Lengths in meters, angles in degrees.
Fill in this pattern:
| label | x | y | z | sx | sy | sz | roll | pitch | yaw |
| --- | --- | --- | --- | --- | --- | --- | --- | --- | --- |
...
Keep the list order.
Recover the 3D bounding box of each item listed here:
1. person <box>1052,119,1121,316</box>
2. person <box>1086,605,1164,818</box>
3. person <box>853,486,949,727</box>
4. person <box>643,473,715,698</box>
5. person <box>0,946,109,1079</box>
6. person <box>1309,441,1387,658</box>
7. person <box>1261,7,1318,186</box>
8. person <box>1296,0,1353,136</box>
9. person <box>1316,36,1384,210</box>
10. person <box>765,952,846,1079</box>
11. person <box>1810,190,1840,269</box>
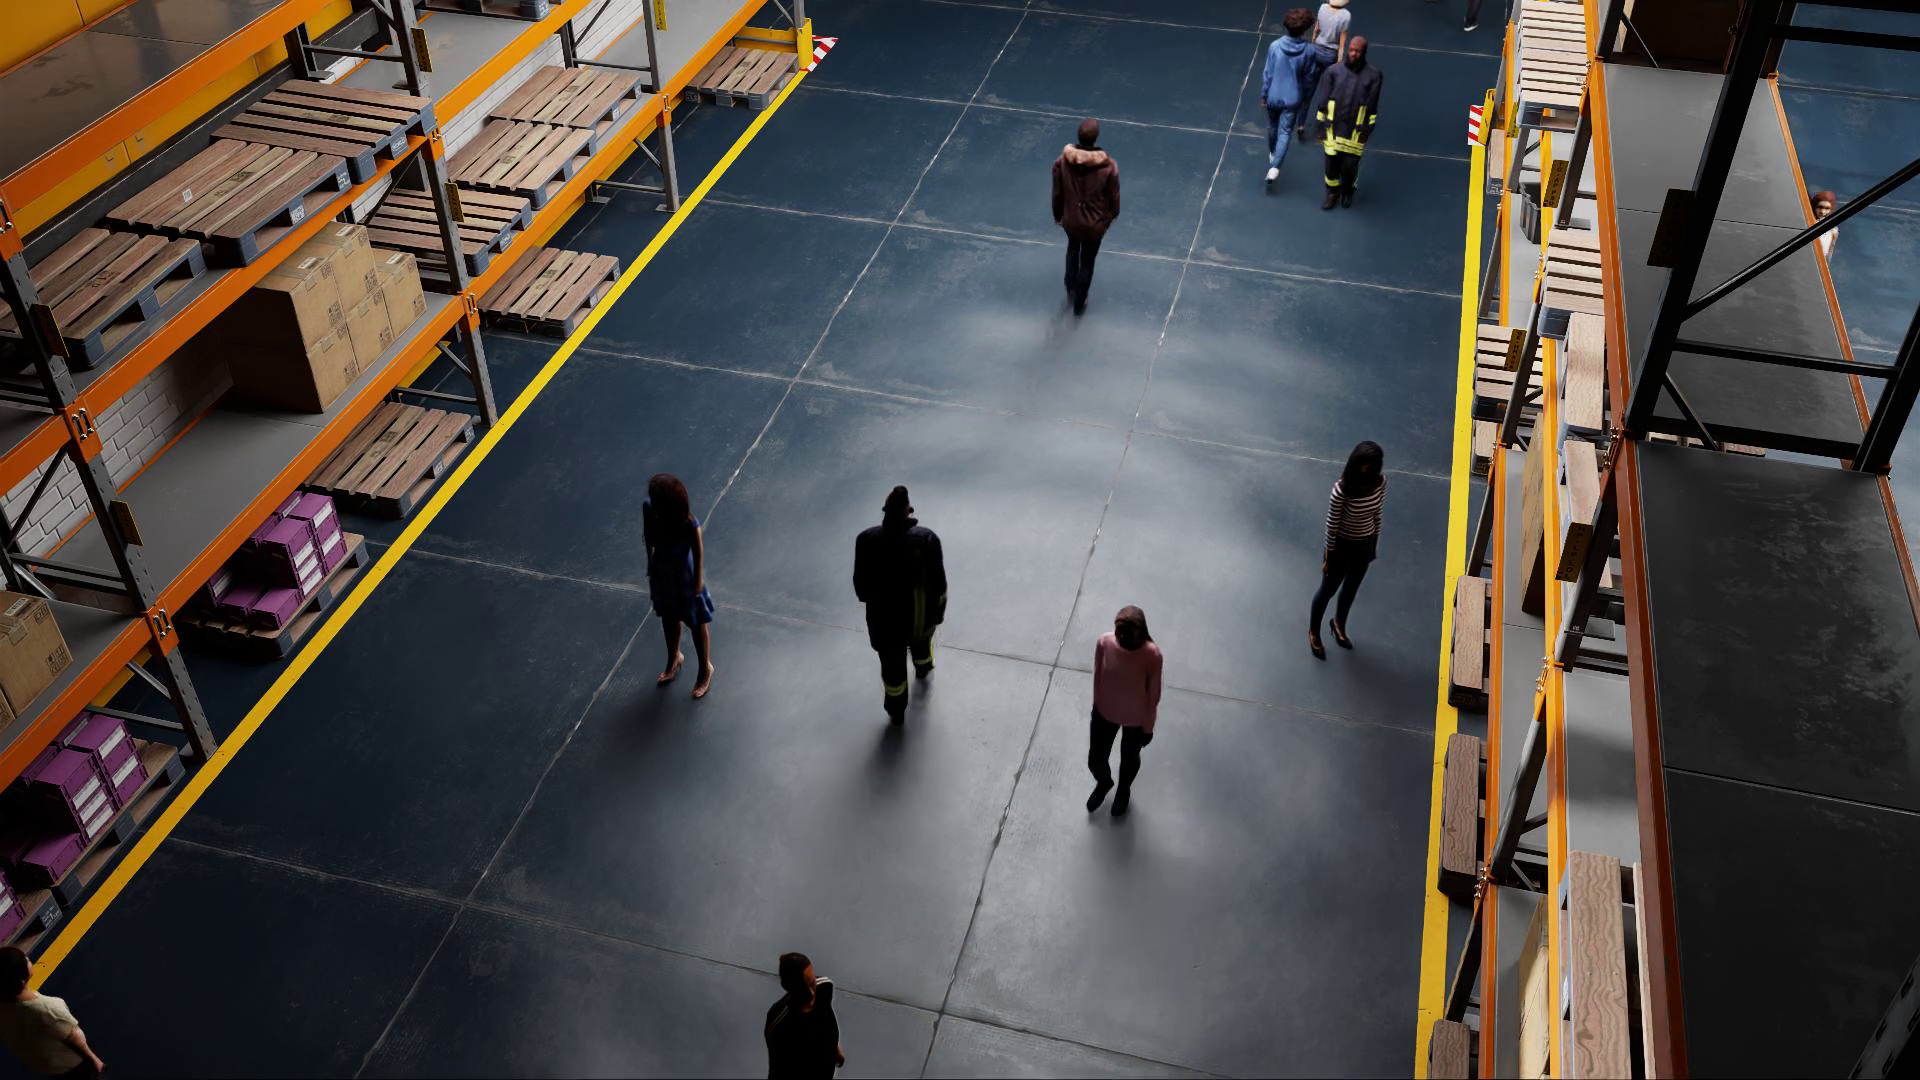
| label | x | y | z | sx | sy | sz | roll | pitch | yaw |
| --- | --- | --- | --- | --- | --- | --- | --- | --- | --- |
| person | 1.106 | -2.867 | 14.985 | 0.769 | 1.830 | 0.769 | 12 | 40 | 15 |
| person | 1.047 | 1.010 | 10.252 | 0.613 | 1.677 | 0.599 | 13 | 40 | 16 |
| person | -0.388 | 0.463 | 10.809 | 0.920 | 1.836 | 1.074 | 1 | 39 | 1 |
| person | -1.889 | 0.288 | 11.052 | 0.726 | 1.807 | 0.669 | 20 | 43 | 23 |
| person | -4.553 | 2.642 | 8.304 | 0.596 | 1.559 | 0.977 | 10 | 40 | 13 |
| person | 2.646 | 0.060 | 11.349 | 0.649 | 1.792 | 0.700 | -18 | 42 | -21 |
| person | 3.335 | -4.529 | 17.110 | 0.756 | 1.775 | 1.172 | 13 | 40 | 16 |
| person | 3.919 | -5.171 | 17.994 | 0.955 | 1.674 | 1.188 | 25 | 45 | 28 |
| person | 3.885 | -4.215 | 16.688 | 0.786 | 1.811 | 0.806 | 16 | 41 | 19 |
| person | -0.784 | 2.607 | 8.260 | 0.722 | 1.668 | 0.607 | 31 | 48 | 33 |
| person | 7.188 | -2.261 | 14.323 | 0.585 | 1.708 | 0.879 | 8 | 39 | 10 |
